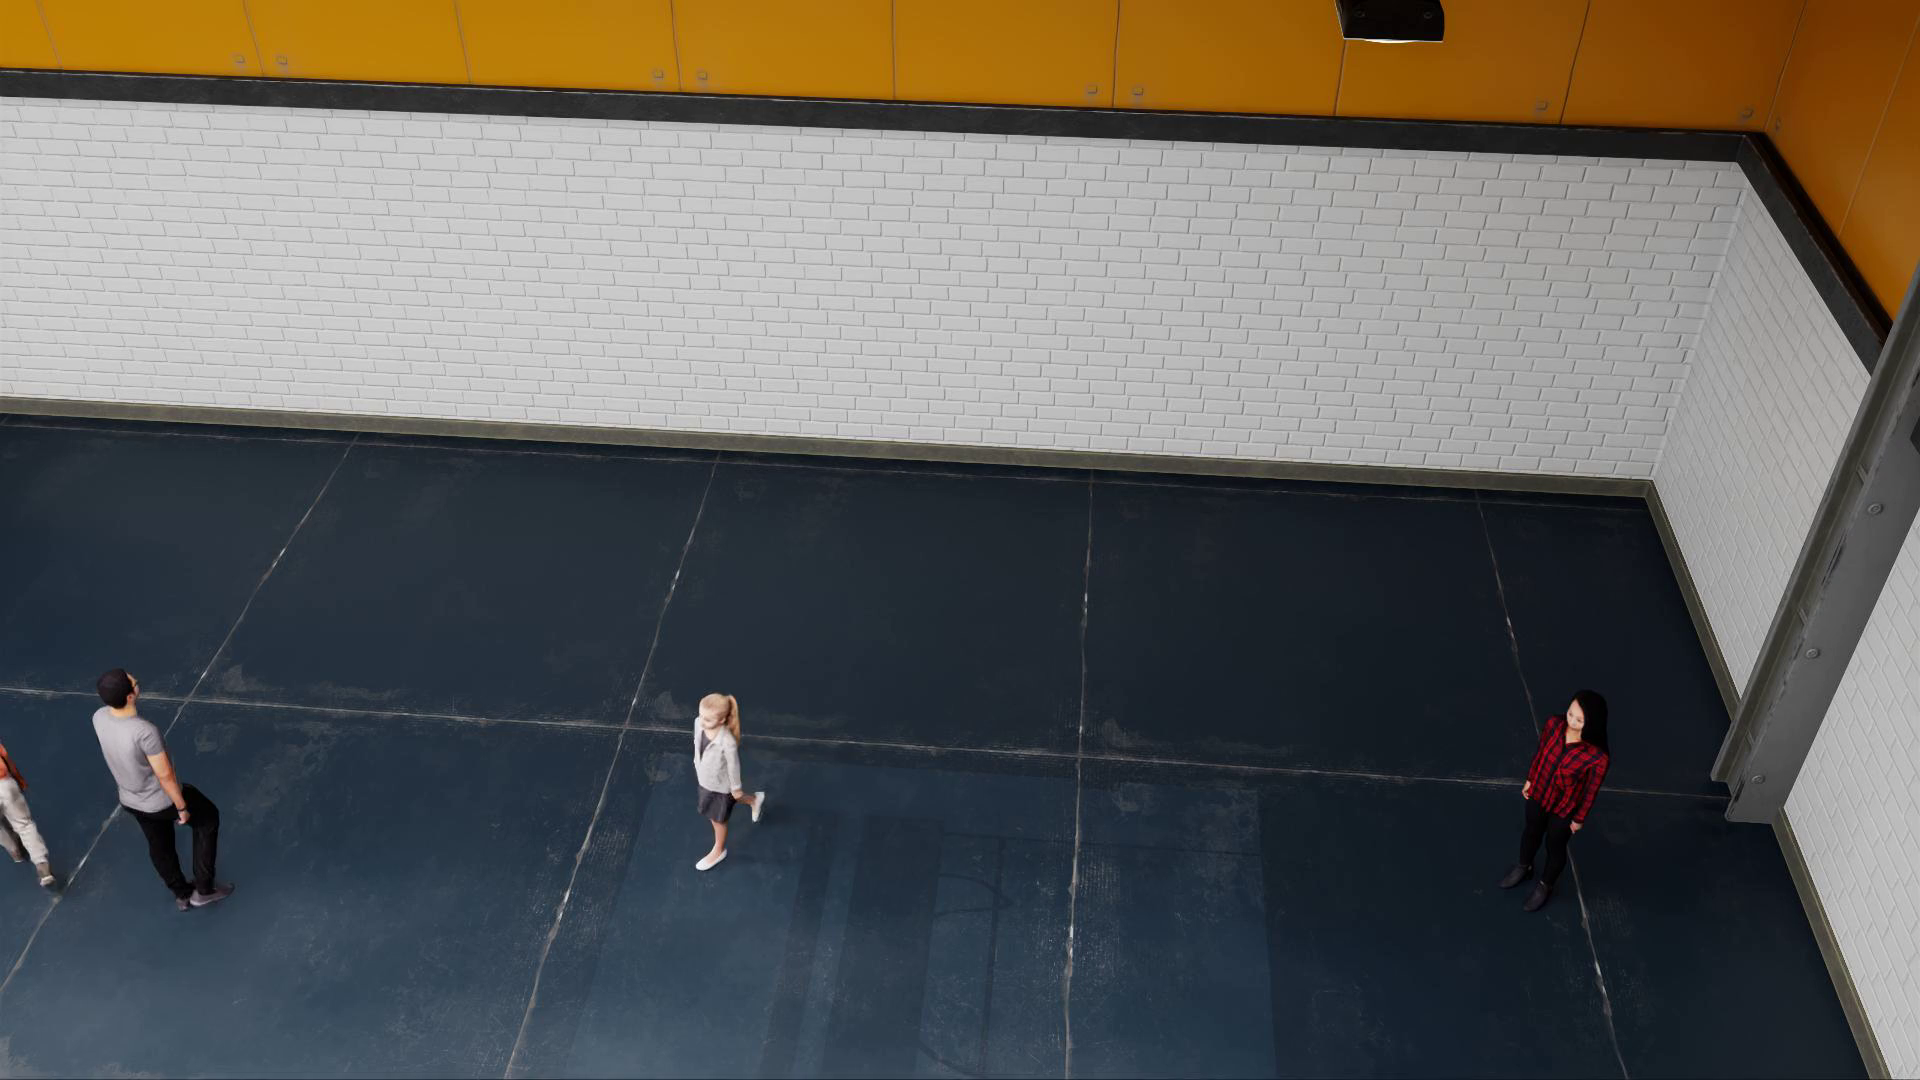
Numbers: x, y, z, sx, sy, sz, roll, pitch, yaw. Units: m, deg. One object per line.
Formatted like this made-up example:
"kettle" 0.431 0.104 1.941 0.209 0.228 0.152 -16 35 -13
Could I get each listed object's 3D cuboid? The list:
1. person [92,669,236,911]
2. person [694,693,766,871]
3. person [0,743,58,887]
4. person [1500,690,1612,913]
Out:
"person" -4.560 1.472 9.297 0.663 1.744 0.672 12 40 15
"person" -1.384 1.364 9.819 0.863 1.261 0.800 -29 47 -32
"person" -5.572 1.494 9.625 0.855 1.300 0.899 -29 47 -31
"person" 3.391 1.444 9.407 0.717 1.652 0.630 -21 43 -24
